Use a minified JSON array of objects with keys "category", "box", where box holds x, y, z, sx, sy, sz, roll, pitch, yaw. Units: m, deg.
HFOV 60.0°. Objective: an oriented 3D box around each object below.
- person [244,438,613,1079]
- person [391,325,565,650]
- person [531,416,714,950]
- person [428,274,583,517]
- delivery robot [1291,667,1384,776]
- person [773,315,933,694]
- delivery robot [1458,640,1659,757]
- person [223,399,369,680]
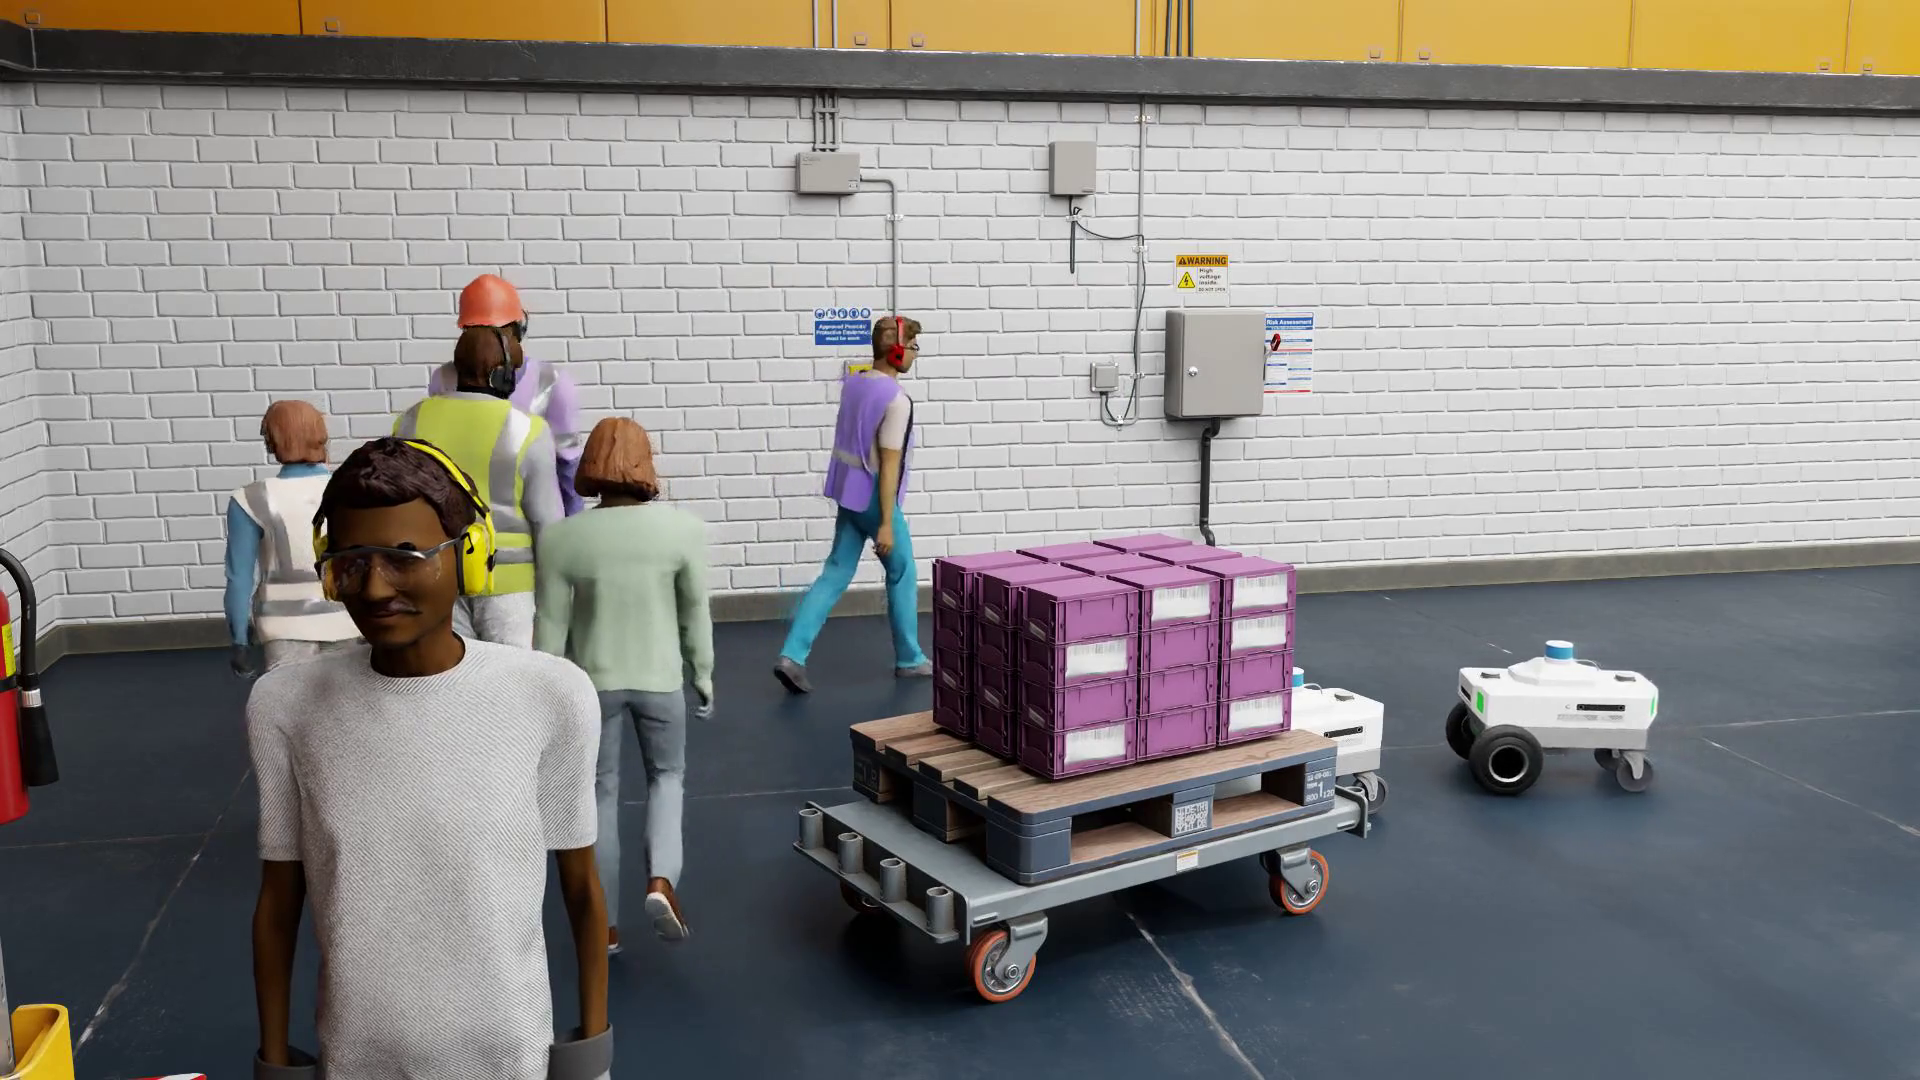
[{"category":"person","box":[-0.752,0.778,2.391,0.531,1.870,0.318,-1,10,-8]},{"category":"person","box":[-1.694,0.156,5.955,0.648,1.834,0.429,2,10,12]},{"category":"person","box":[-0.988,0.450,4.901,0.554,1.616,0.440,-3,11,-16]},{"category":"person","box":[-1.873,-0.119,7.003,0.642,2.004,0.826,1,10,4]},{"category":"delivery robot","box":[1.212,0.712,6.143,0.707,0.478,0.477,-5,11,-27]},{"category":"person","box":[-0.481,-0.160,7.830,0.941,1.794,0.652,-6,12,-30]},{"category":"delivery robot","box":[2.347,0.640,6.545,0.707,0.478,0.477,1,10,4]},{"category":"person","box":[-2.210,0.318,5.683,0.821,1.601,0.524,10,14,44]}]
